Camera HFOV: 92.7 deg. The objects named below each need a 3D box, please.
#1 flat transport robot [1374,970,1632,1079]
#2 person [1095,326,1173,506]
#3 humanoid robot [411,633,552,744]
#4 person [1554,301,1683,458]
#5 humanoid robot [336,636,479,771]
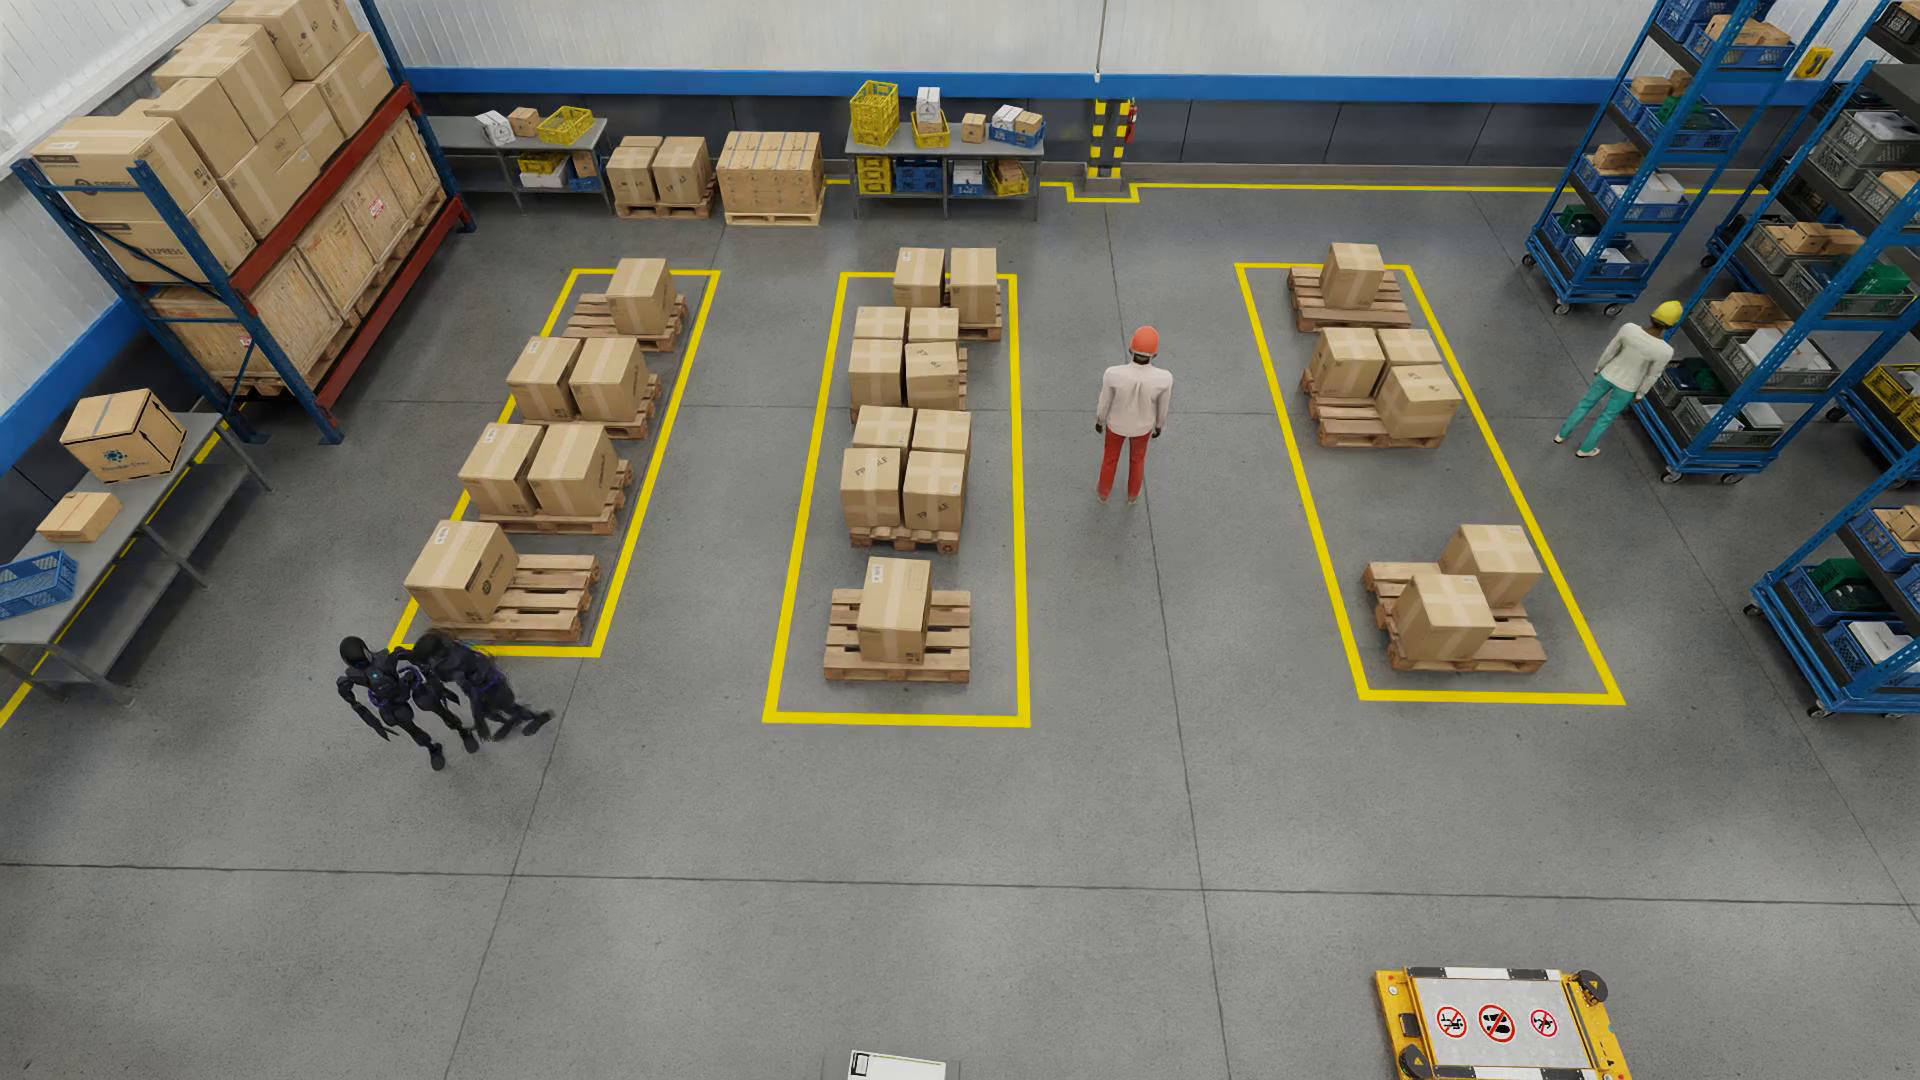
[{"bbox_3d":[3.501,3.133,5.914,1.431,0.197,0.652,1,51,1],"label":"flat transport robot"},{"bbox_3d":[1.529,-1.076,8.250,0.621,1.991,0.394,4,51,3],"label":"person"},{"bbox_3d":[-3.498,1.077,6.718,0.619,1.622,0.584,35,59,25],"label":"humanoid robot"},{"bbox_3d":[6.314,-1.525,8.760,0.299,1.772,0.530,-25,55,-19],"label":"person"},{"bbox_3d":[-3.992,1.173,6.620,0.563,1.650,0.357,-32,57,-23],"label":"humanoid robot"}]
